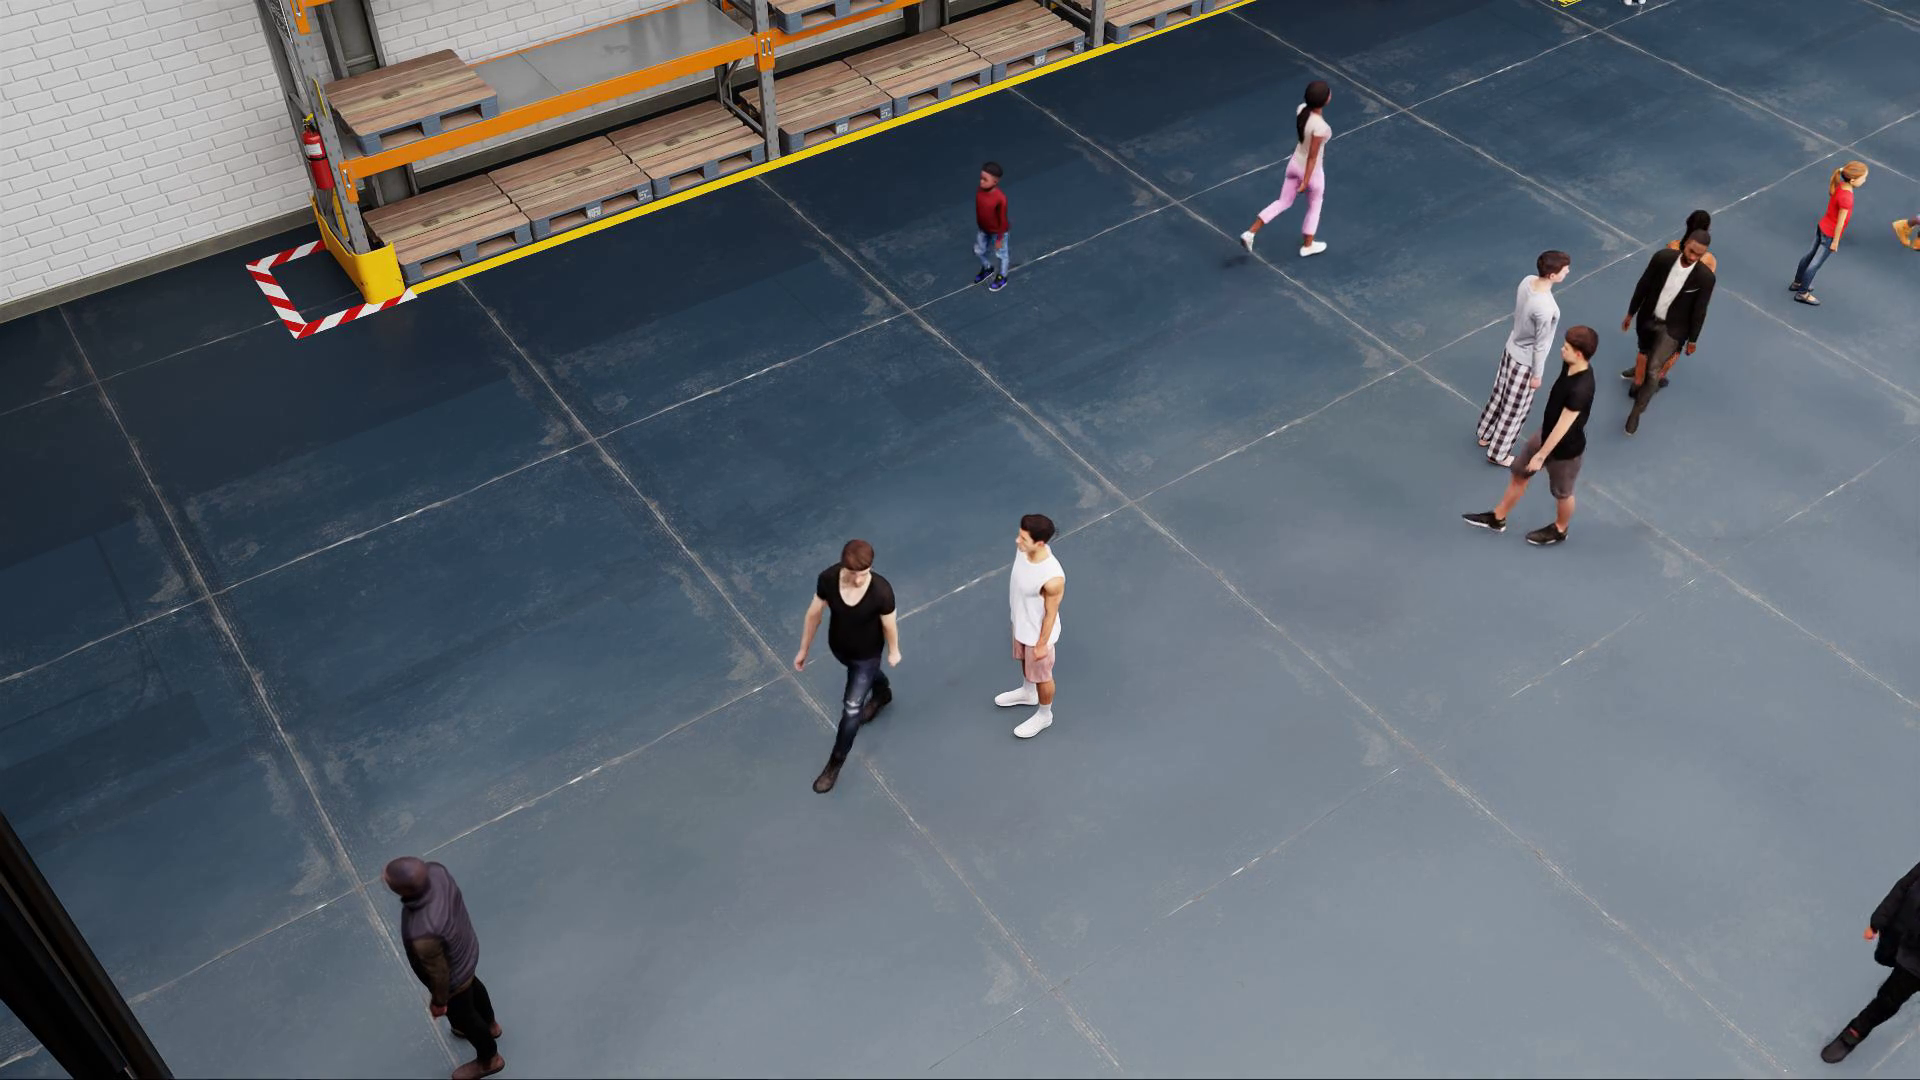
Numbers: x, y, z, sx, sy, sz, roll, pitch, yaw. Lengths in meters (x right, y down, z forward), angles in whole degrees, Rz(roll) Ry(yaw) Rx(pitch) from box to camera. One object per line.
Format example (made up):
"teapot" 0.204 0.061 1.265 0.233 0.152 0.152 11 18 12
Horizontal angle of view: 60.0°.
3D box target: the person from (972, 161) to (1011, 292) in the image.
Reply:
"person" 0.327 -2.699 14.175 0.548 1.241 0.563 32 52 29

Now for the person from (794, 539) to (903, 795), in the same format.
"person" -0.589 0.603 10.278 1.049 1.836 1.343 24 49 23

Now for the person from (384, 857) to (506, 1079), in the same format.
"person" -2.651 2.190 8.611 0.732 1.837 0.774 -7 44 -8

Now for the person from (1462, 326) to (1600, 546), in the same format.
"person" 4.291 -0.679 11.630 1.128 1.827 1.011 -1 44 -1

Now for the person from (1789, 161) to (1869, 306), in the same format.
"person" 7.332 -2.615 14.037 0.632 1.310 0.571 7 44 7

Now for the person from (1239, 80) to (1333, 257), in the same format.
"person" 2.874 -3.151 14.304 1.118 1.717 0.713 -16 46 -16

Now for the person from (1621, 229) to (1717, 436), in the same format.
"person" 5.394 -1.696 12.753 1.145 1.750 0.842 -30 51 -28

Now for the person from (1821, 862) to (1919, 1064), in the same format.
"person" 5.121 2.080 8.788 1.139 1.751 0.704 -19 47 -19

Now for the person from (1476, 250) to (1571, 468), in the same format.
"person" 4.179 -1.359 12.329 0.704 1.847 0.706 -3 44 -3

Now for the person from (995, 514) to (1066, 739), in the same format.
"person" 0.480 0.510 10.409 0.647 1.789 0.686 -15 46 -16

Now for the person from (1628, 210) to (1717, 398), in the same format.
"person" 5.505 -1.795 12.928 0.667 1.651 0.689 33 53 30
